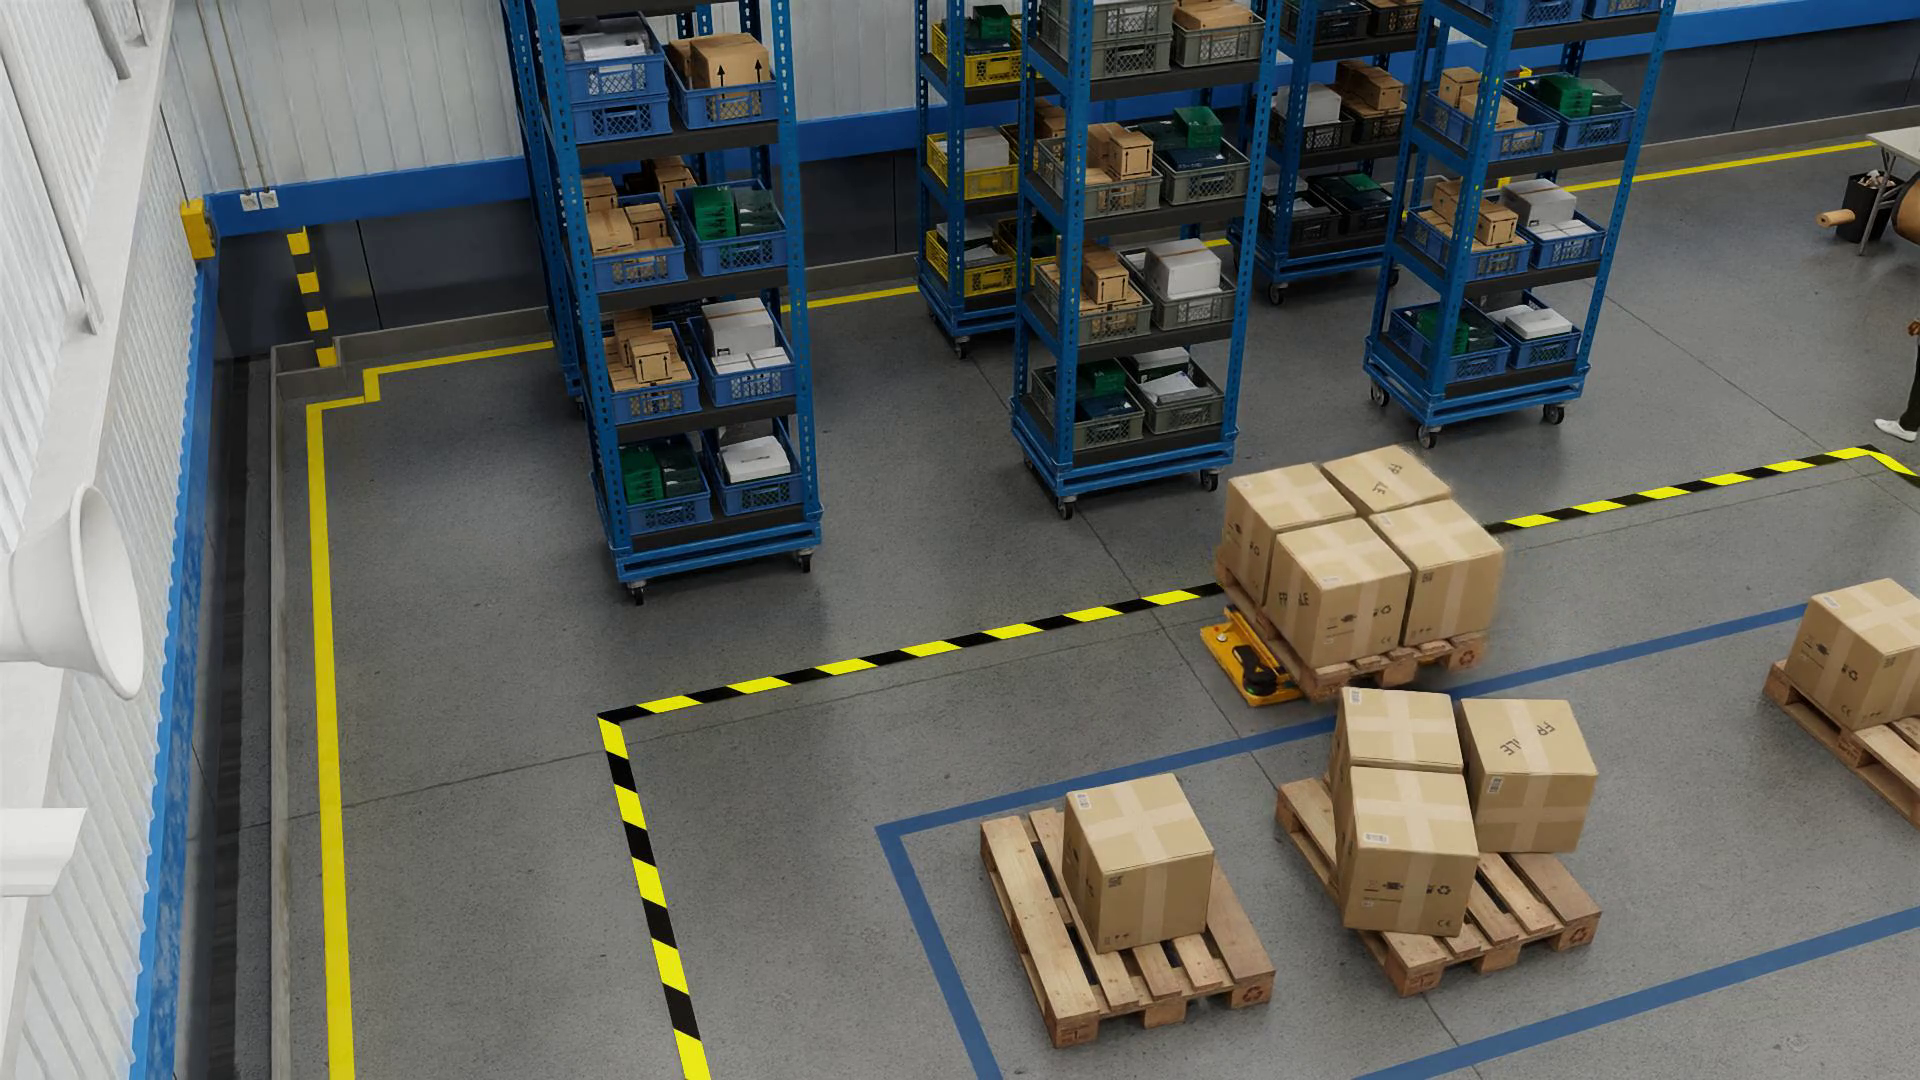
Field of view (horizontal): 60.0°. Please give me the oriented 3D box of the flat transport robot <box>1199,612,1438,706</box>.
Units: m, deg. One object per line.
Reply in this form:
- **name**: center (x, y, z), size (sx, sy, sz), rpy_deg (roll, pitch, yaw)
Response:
- **flat transport robot**: center (2.132, 0.517, 9.298), size (1.431, 0.197, 0.652), rpy_deg (-11, 37, -15)

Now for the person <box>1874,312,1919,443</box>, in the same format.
- **person**: center (6.444, -1.499, 10.807), size (0.588, 1.853, 0.395), rpy_deg (-10, 36, -13)
